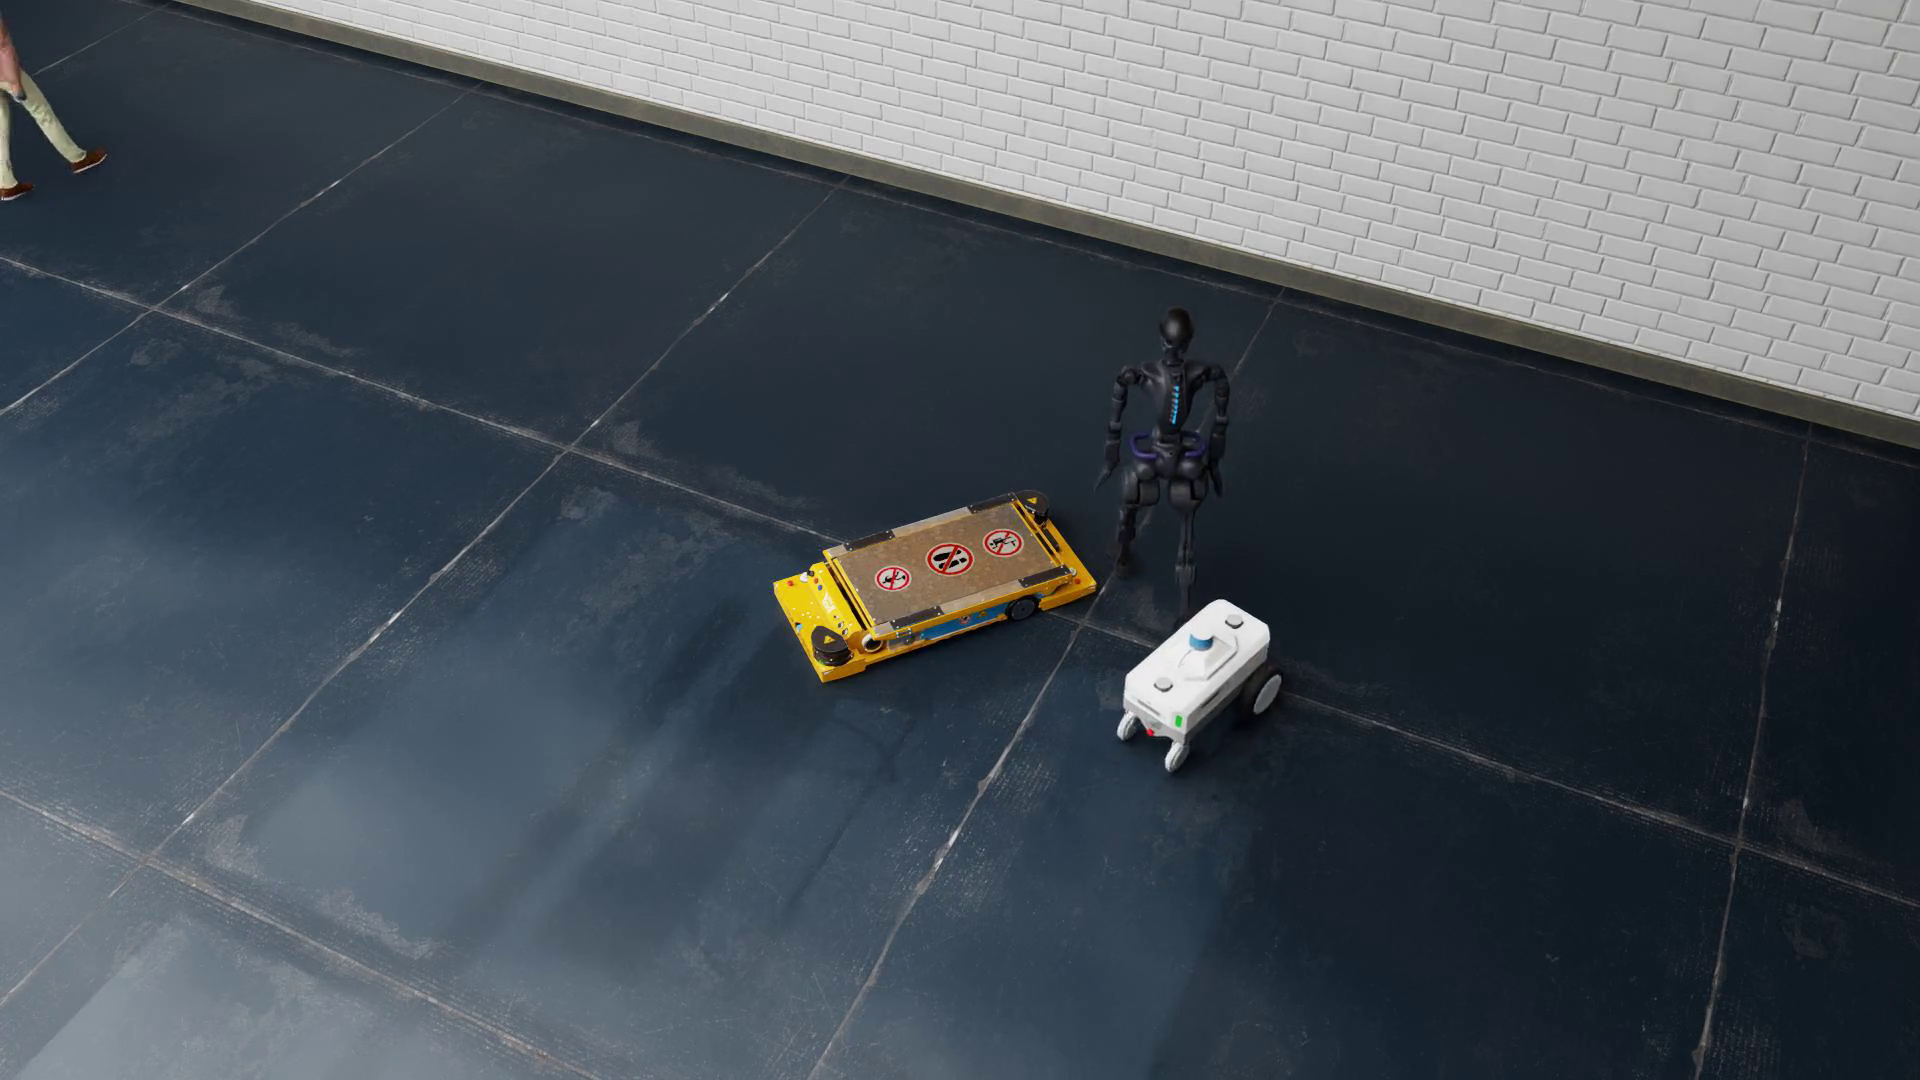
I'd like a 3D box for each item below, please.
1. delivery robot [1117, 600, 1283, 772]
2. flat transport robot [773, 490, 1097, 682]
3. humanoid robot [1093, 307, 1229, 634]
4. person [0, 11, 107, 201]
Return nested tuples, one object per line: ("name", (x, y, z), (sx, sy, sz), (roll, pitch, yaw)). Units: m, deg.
("delivery robot", (1.064, 0.603, 7.403), (0.499, 0.606, 0.796), (32, 52, 30))
("flat transport robot", (-0.120, 0.201, 8.038), (1.431, 0.231, 0.659), (-17, 46, -18))
("humanoid robot", (0.920, -0.339, 7.598), (0.602, 1.632, 0.680), (-3, 43, -3))
("person", (-6.015, -2.959, 10.461), (0.505, 1.598, 0.734), (16, 45, 17))
